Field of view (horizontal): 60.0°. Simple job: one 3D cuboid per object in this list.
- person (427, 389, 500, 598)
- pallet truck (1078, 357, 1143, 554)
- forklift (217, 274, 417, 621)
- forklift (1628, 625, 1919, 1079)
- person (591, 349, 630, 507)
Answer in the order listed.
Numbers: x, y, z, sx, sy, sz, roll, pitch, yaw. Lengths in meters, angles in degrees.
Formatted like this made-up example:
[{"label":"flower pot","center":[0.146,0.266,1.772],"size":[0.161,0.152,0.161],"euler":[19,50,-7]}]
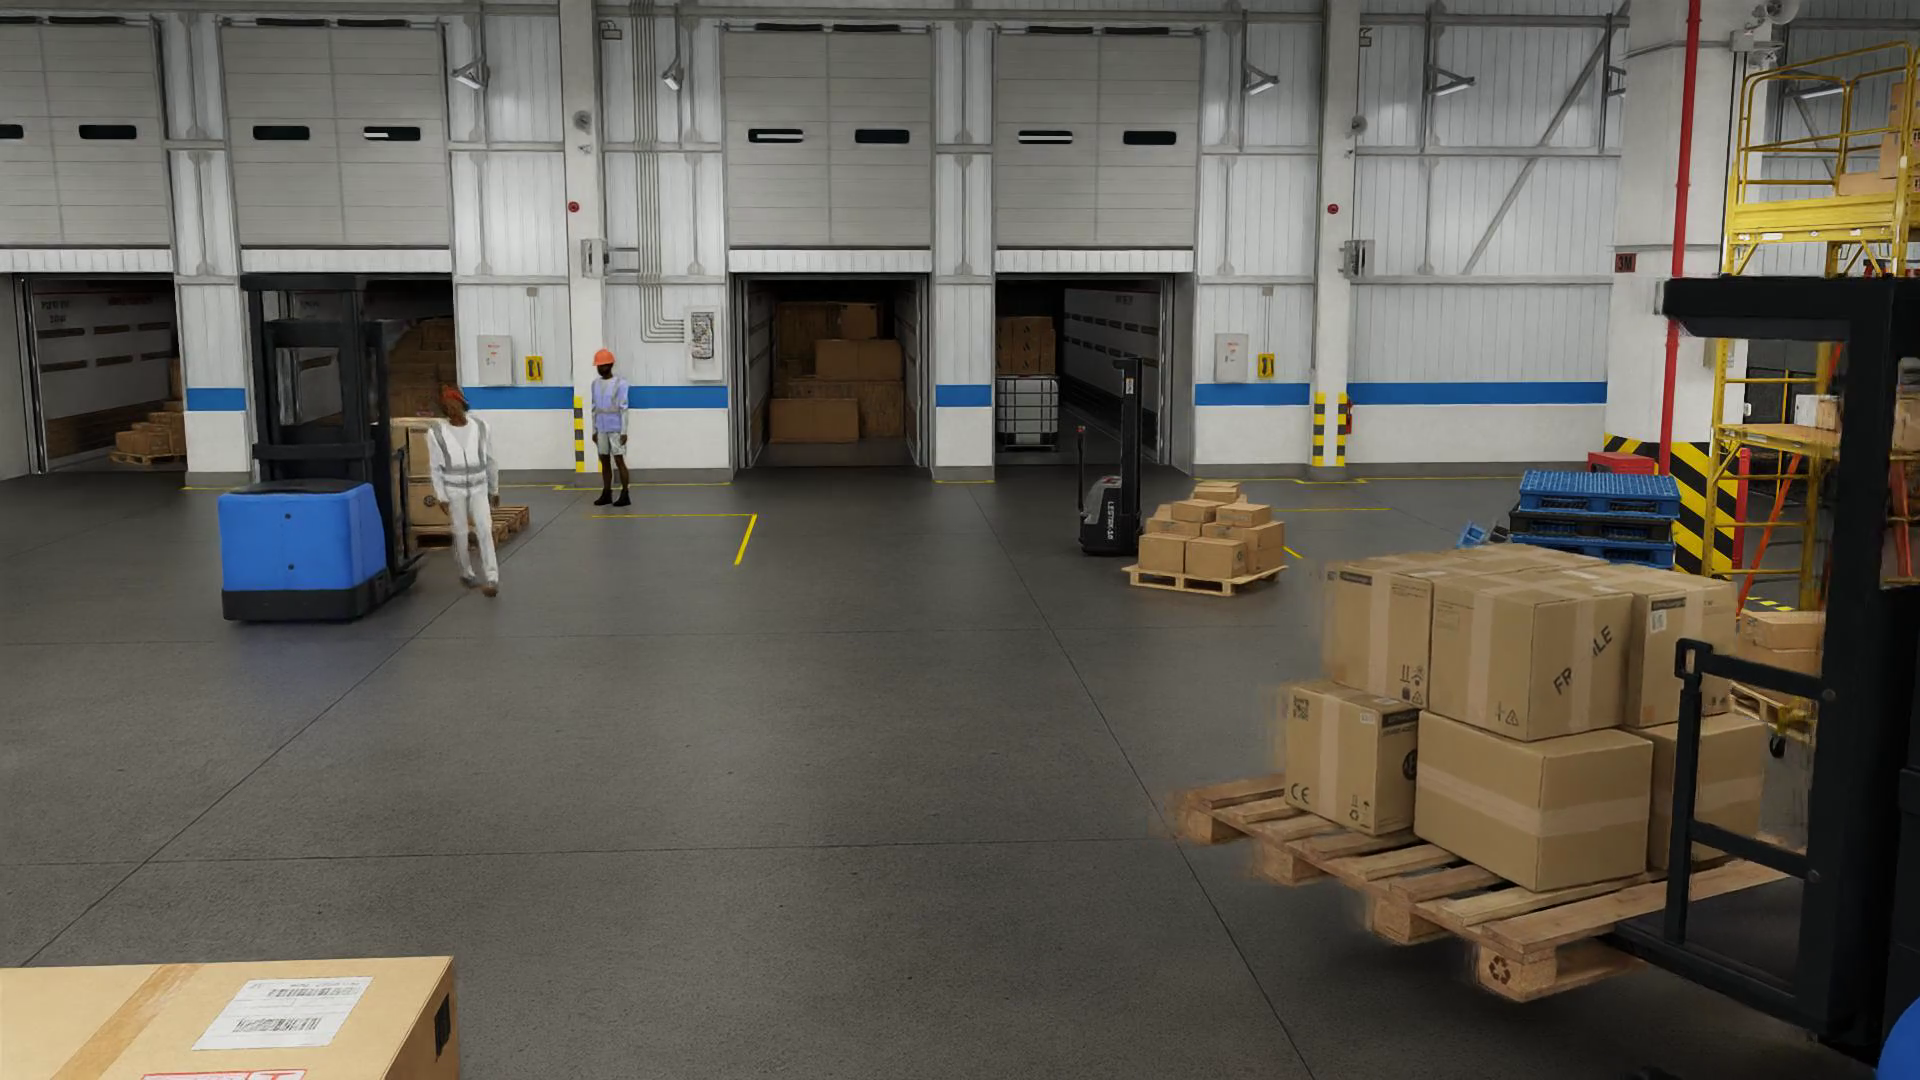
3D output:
[{"label":"person","center":[-4.327,-0.411,14.601],"size":[0.618,1.830,0.961],"euler":[-4,10,-25]},{"label":"pallet truck","center":[2.088,-0.836,16.757],"size":[1.885,1.965,0.823],"euler":[2,9,13]},{"label":"forklift","center":[-5.438,-0.834,13.983],"size":[1.129,2.768,1.873],"euler":[-1,9,-4]},{"label":"forklift","center":[3.165,0.628,4.803],"size":[1.129,2.768,1.873],"euler":[-5,10,-27]},{"label":"person","center":[-4.285,-1.363,20.297],"size":[0.554,1.928,0.398],"euler":[5,10,28]}]
